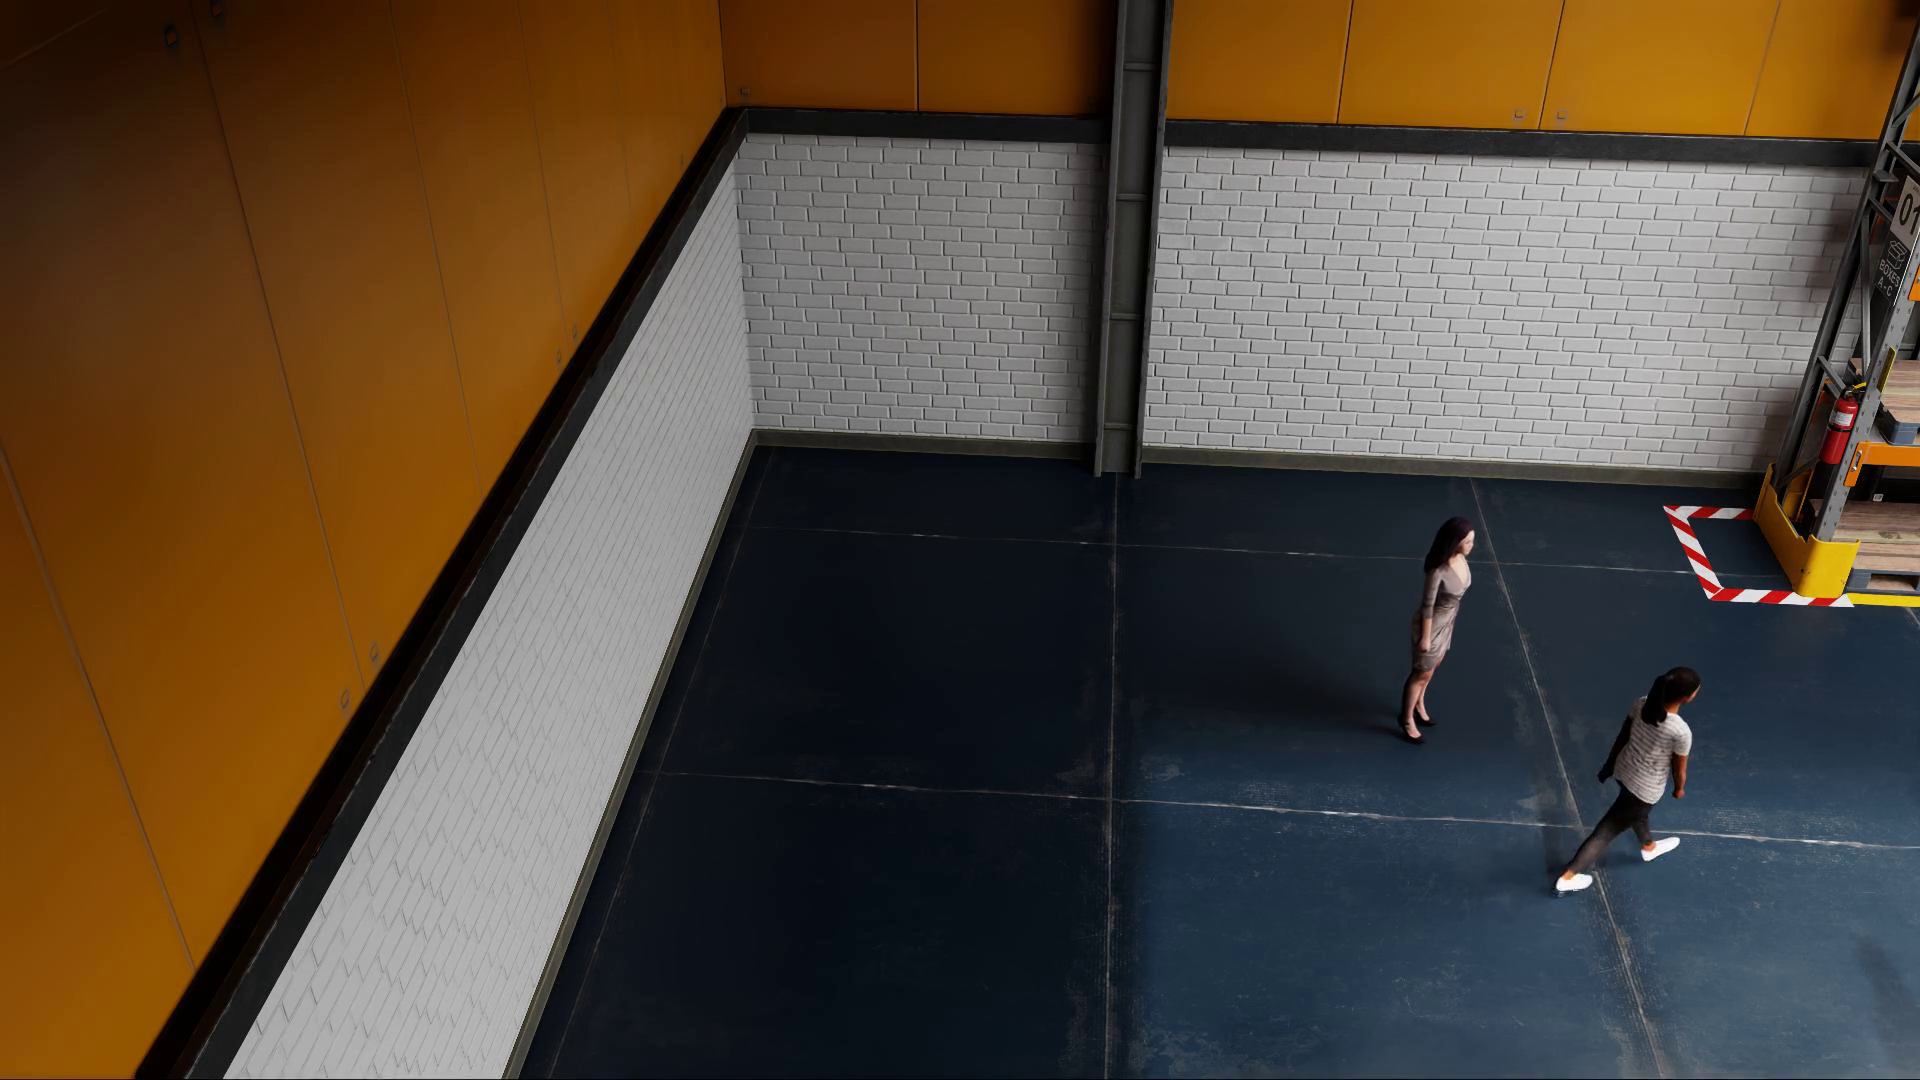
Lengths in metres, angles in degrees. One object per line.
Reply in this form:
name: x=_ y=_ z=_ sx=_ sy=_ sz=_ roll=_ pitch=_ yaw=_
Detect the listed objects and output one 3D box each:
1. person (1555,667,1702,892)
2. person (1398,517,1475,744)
person: x=3.883 y=1.458 z=9.742 sx=1.171 sy=1.586 sz=0.816 roll=-9 pitch=35 yaw=-13
person: x=3.114 y=0.570 z=10.934 sx=0.663 sy=1.744 sz=0.651 roll=22 pitch=39 yaw=29
